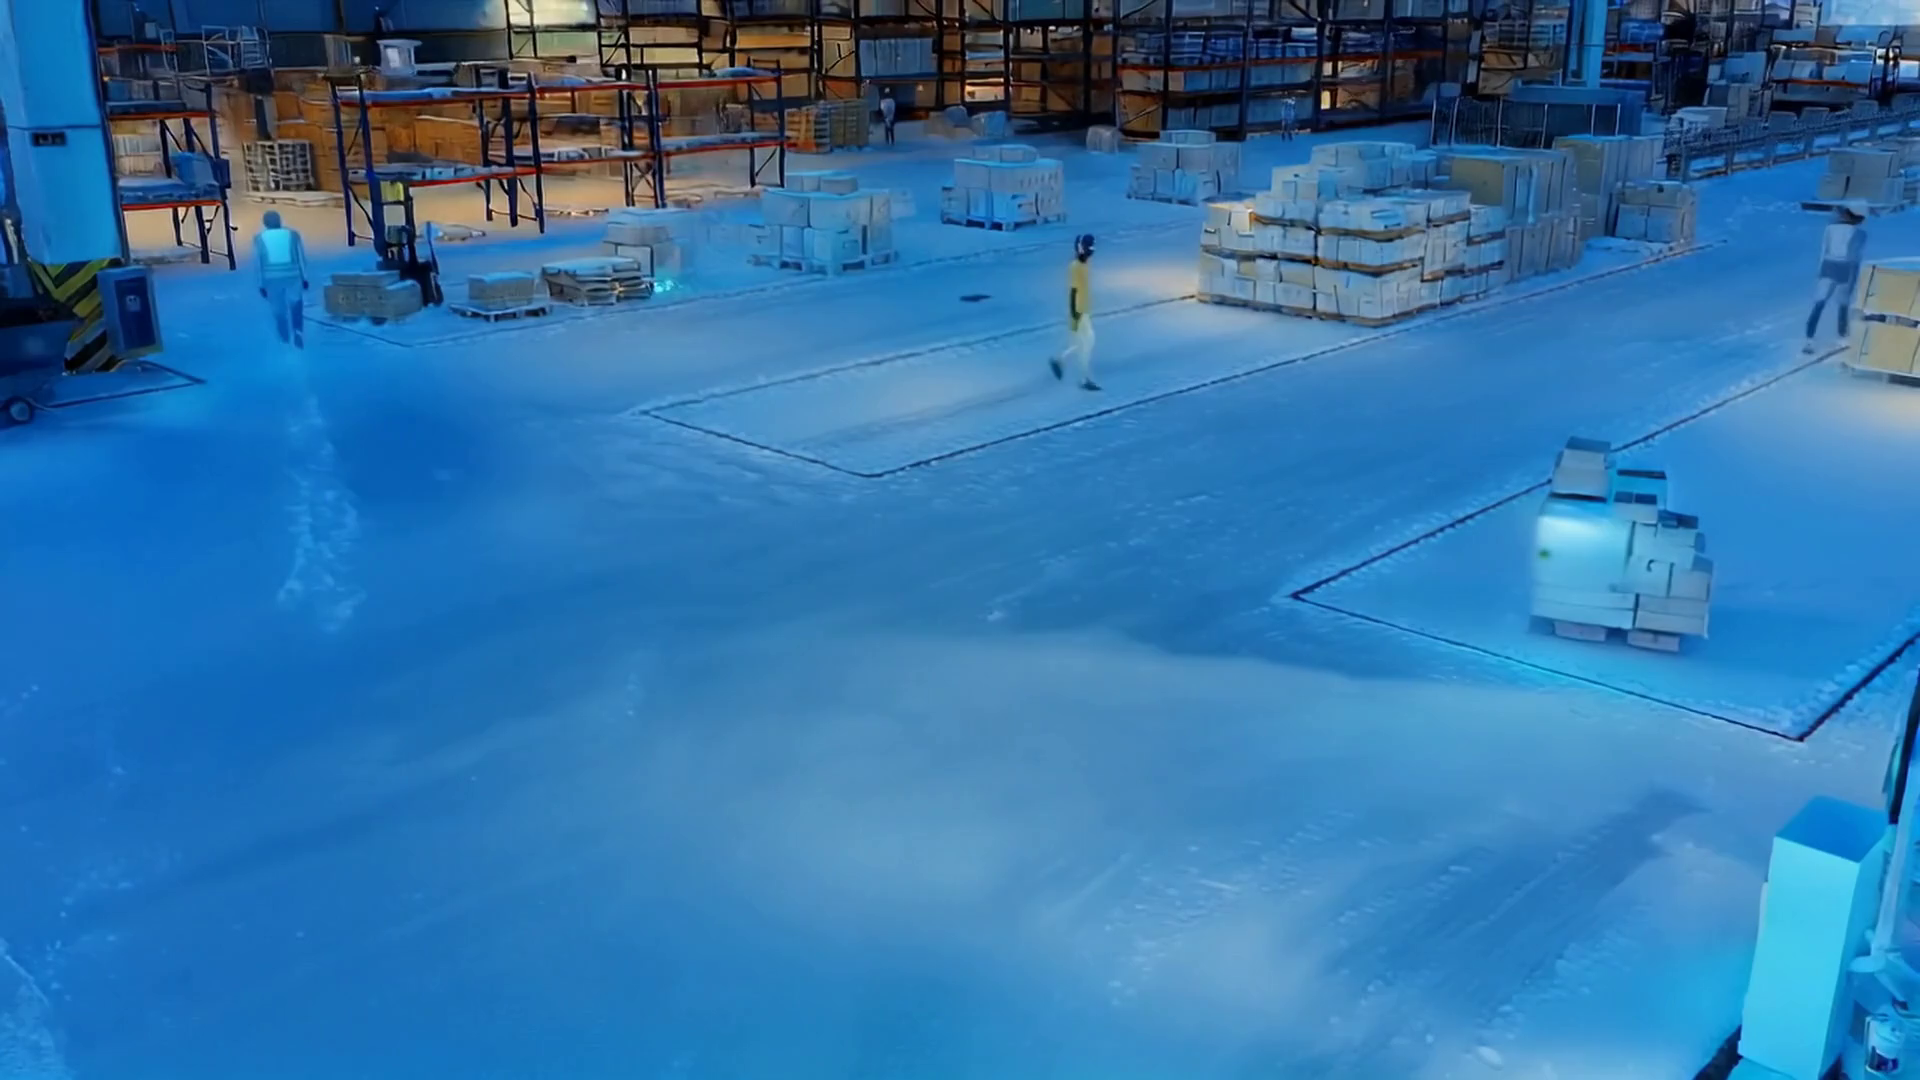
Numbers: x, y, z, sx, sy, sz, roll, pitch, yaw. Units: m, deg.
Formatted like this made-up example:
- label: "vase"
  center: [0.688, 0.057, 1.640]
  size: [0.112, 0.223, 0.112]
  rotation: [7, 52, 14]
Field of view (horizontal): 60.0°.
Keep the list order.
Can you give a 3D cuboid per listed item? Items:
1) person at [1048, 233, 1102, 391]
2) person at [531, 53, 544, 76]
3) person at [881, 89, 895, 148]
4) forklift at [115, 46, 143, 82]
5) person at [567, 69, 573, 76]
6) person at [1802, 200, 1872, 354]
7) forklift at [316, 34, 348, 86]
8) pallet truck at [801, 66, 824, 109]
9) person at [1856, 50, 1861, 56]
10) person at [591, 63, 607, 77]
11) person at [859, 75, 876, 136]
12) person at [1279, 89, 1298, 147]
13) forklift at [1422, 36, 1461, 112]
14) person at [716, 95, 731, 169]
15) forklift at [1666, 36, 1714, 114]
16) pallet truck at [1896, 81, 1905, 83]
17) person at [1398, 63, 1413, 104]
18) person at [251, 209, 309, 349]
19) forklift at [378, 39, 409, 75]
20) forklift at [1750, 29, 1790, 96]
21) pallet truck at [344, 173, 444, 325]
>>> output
- label: "person"
  center: [1.355, -2.667, 19.428]
  size: [0.649, 1.854, 0.517]
  rotation: [9, 20, 25]
- label: "person"
  center: [-17.361, -18.936, 68.215]
  size: [0.616, 1.993, 0.395]
  rotation: [-3, 19, -10]
- label: "person"
  center: [-2.136, -12.438, 49.103]
  size: [0.315, 1.698, 0.541]
  rotation: [16, 24, 40]
- label: "forklift"
  center: [-25.769, -13.963, 51.850]
  size: [1.129, 2.768, 1.873]
  rotation: [17, 25, 41]
- label: "person"
  center: [-14.826, -17.019, 63.049]
  size: [0.829, 1.606, 0.524]
  rotation: [-11, 22, -31]
- label: "person"
  center: [11.320, -3.386, 21.408]
  size: [1.087, 1.963, 0.646]
  rotation: [-13, 23, -35]
- label: "forklift"
  center: [-24.092, -18.092, 64.290]
  size: [1.129, 2.768, 1.873]
  rotation: [17, 25, 41]
- label: "pallet truck"
  center: [-4.812, -15.182, 56.903]
  size: [0.823, 1.965, 1.885]
  rotation: [-9, 21, -26]
- label: "person"
  center: [42.242, -22.185, 78.399]
  size: [0.583, 1.735, 0.374]
  rotation: [0, 18, -1]
- label: "person"
  center: [-13.271, -16.581, 61.243]
  size: [0.636, 1.917, 0.716]
  rotation: [-14, 23, -36]
- label: "person"
  center: [-2.937, -13.838, 53.012]
  size: [0.474, 1.890, 0.675]
  rotation: [17, 25, 41]
- label: "person"
  center: [9.740, -12.505, 49.306]
  size: [0.532, 1.697, 0.322]
  rotation: [4, 19, 11]
- label: "forklift"
  center: [17.910, -17.605, 62.822]
  size: [1.873, 2.768, 1.129]
  rotation: [15, 24, 38]
- label: "person"
  center: [-6.175, -10.674, 43.527]
  size: [0.381, 1.875, 0.732]
  rotation: [-2, 18, -5]
- label: "forklift"
  center: [27.341, -17.291, 61.877]
  size: [1.129, 2.768, 1.873]
  rotation: [17, 25, 41]
- label: "pallet truck"
  center: [34.802, -16.331, 61.455]
  size: [0.653, 1.274, 1.630]
  rotation: [17, 25, 41]
- label: "person"
  center: [16.706, -16.986, 62.528]
  size: [0.646, 1.877, 0.718]
  rotation: [-11, 21, -30]
- label: "person"
  center: [-8.775, -3.352, 21.524]
  size: [0.644, 1.828, 0.573]
  rotation: [-8, 20, -22]
- label: "forklift"
  center: [-19.793, -16.149, 58.437]
  size: [1.873, 2.768, 1.129]
  rotation: [17, 25, 41]
- label: "forklift"
  center: [35.706, -21.003, 73.062]
  size: [1.129, 2.768, 1.873]
  rotation: [17, 25, 41]
- label: "pallet truck"
  center: [-8.209, -4.181, 23.757]
  size: [0.823, 1.965, 1.885]
  rotation: [3, 19, 9]
